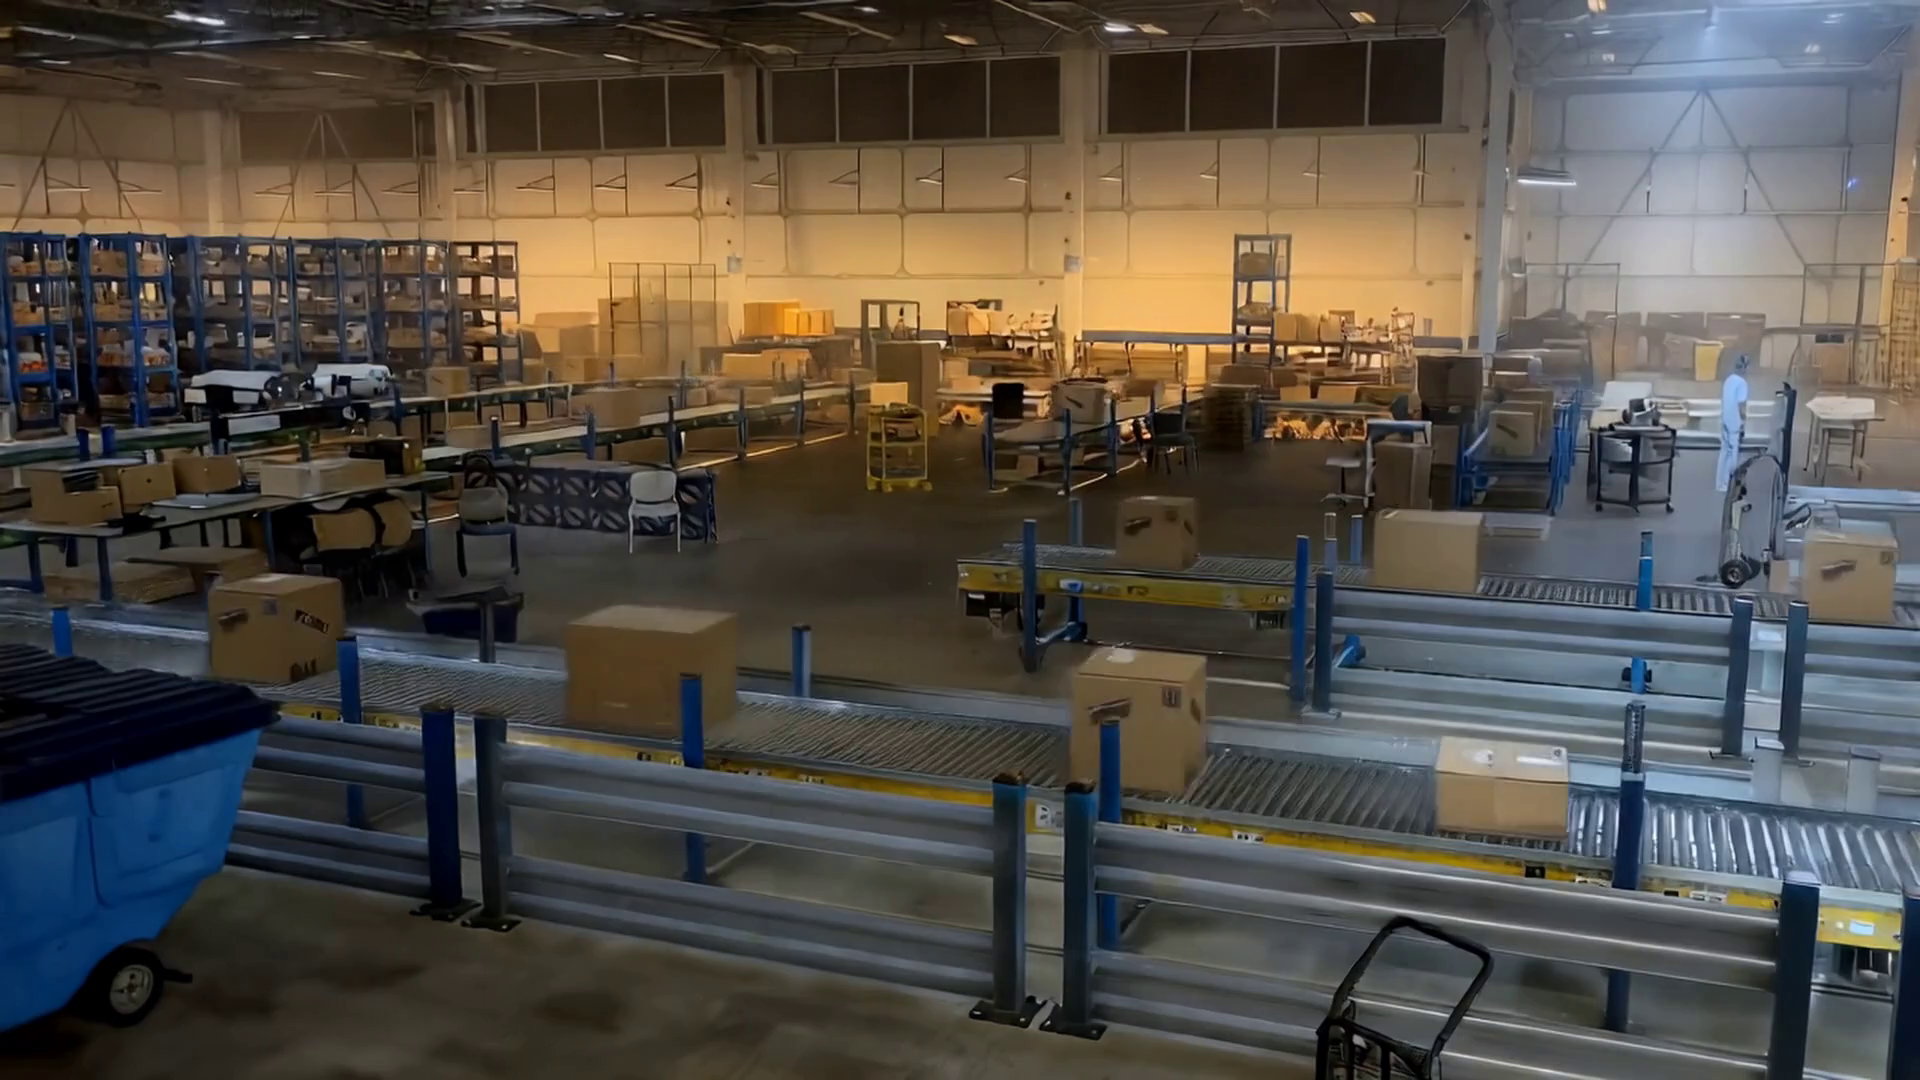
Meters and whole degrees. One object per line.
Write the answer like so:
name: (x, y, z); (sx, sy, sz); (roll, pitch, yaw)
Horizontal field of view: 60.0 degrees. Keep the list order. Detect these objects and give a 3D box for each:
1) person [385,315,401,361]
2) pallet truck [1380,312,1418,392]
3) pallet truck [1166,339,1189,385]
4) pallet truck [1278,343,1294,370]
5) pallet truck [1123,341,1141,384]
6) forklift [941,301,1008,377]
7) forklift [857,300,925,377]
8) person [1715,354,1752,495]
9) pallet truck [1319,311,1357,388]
person: (-16.260, -5.835, 47.777); (0.611, 1.996, 0.378); (6, 11, 30)
pallet truck: (10.207, -4.283, 38.369); (0.823, 1.965, 1.885); (3, 10, 20)
pallet truck: (5.418, -4.269, 40.420); (0.704, 1.261, 1.522); (3, 10, 20)
pallet truck: (7.886, -4.163, 39.743); (0.653, 1.274, 1.630); (4, 10, 22)
pallet truck: (4.445, -4.380, 41.279); (0.680, 1.201, 1.601); (4, 10, 22)
forklift: (0.365, -4.966, 41.571); (1.157, 1.987, 2.680); (3, 10, 20)
forklift: (-1.732, -5.109, 42.468); (1.157, 1.987, 2.680); (4, 10, 22)
person: (10.288, -1.531, 22.098); (0.334, 1.864, 0.517); (-1, 9, -4)
pallet truck: (9.071, -4.419, 39.190); (0.823, 1.965, 1.885); (5, 10, 26)
